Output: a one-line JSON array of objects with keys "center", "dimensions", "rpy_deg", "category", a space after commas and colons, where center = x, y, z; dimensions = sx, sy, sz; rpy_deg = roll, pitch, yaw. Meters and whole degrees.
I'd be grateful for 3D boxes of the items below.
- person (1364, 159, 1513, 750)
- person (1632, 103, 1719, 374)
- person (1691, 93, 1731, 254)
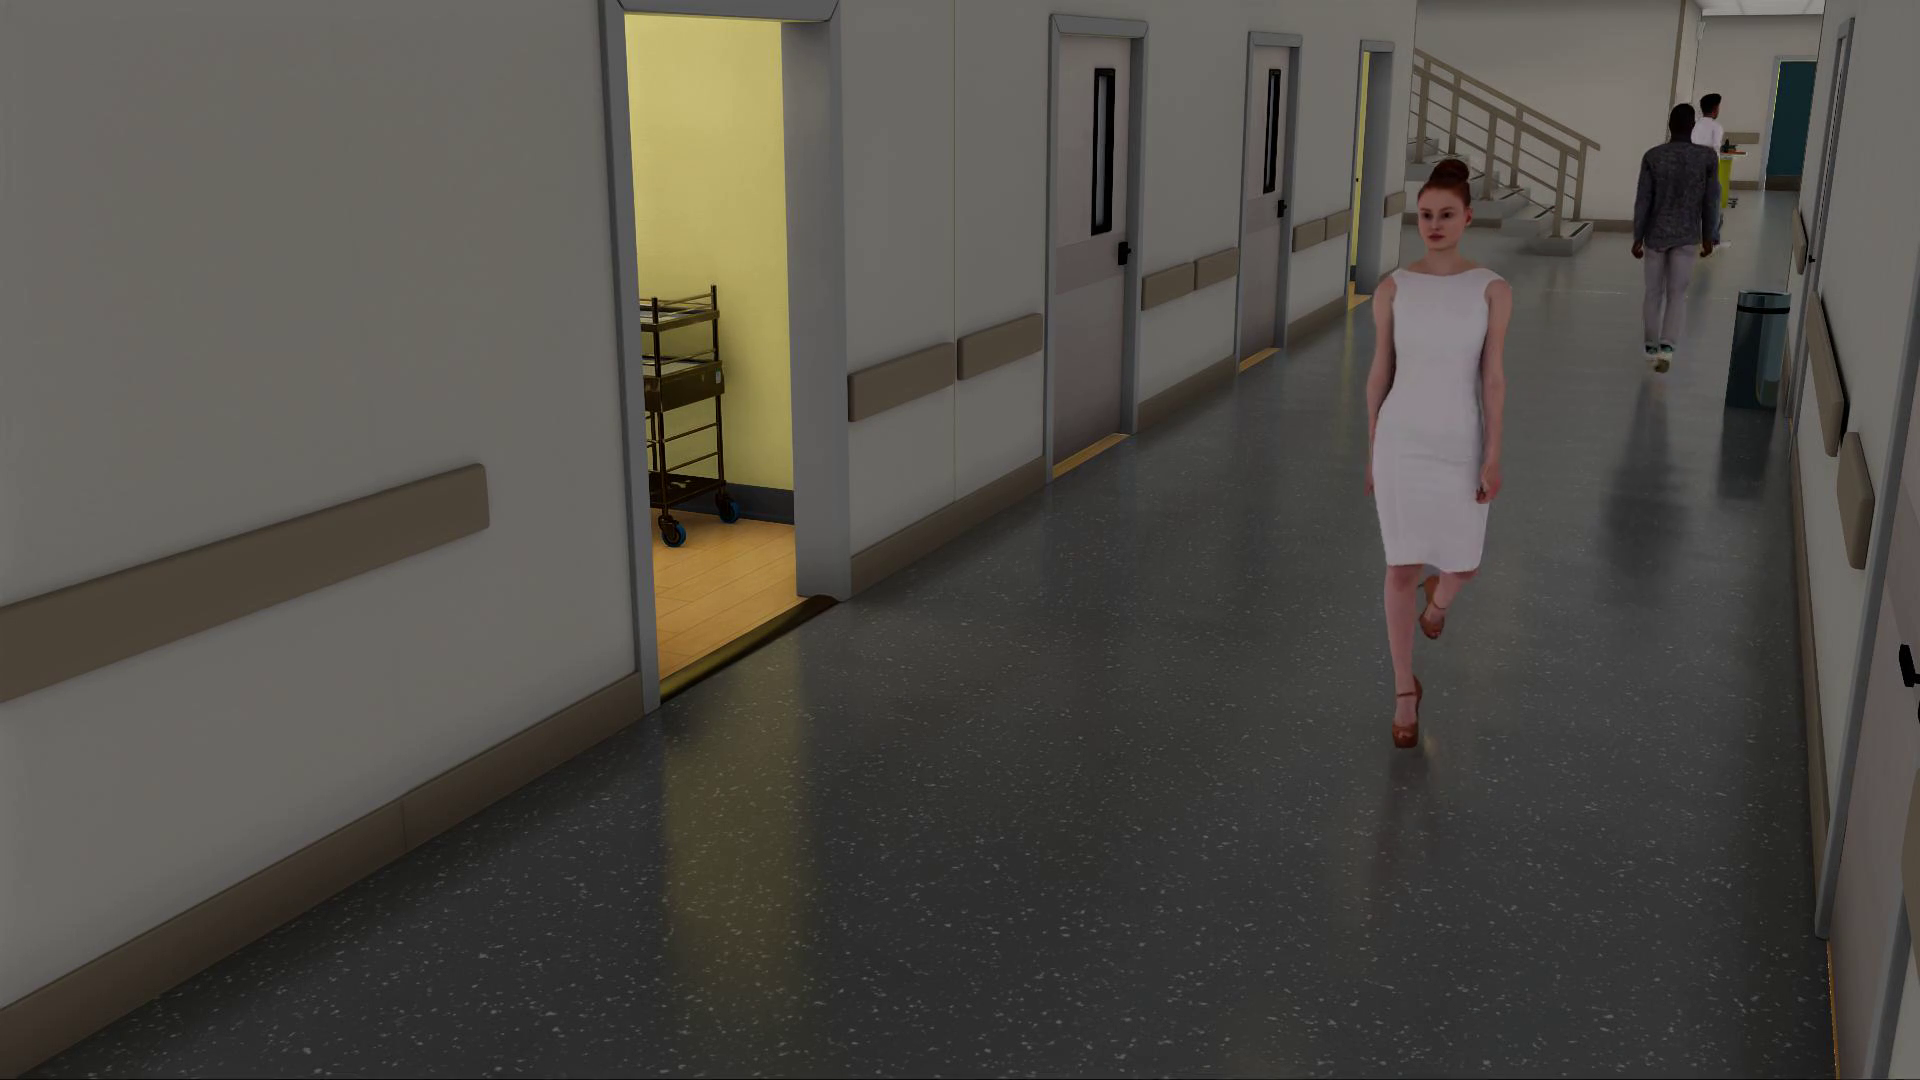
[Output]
[{"center": [1.483, -0.256, 5.157], "dimensions": [0.899, 1.778, 0.705], "rpy_deg": [5, 17, 18], "category": "person"}, {"center": [4.904, -2.040, 11.435], "dimensions": [1.122, 1.805, 0.796], "rpy_deg": [6, 17, 20], "category": "person"}, {"center": [8.322, -4.111, 18.818], "dimensions": [1.062, 1.785, 1.063], "rpy_deg": [-8, 18, -28], "category": "person"}]
